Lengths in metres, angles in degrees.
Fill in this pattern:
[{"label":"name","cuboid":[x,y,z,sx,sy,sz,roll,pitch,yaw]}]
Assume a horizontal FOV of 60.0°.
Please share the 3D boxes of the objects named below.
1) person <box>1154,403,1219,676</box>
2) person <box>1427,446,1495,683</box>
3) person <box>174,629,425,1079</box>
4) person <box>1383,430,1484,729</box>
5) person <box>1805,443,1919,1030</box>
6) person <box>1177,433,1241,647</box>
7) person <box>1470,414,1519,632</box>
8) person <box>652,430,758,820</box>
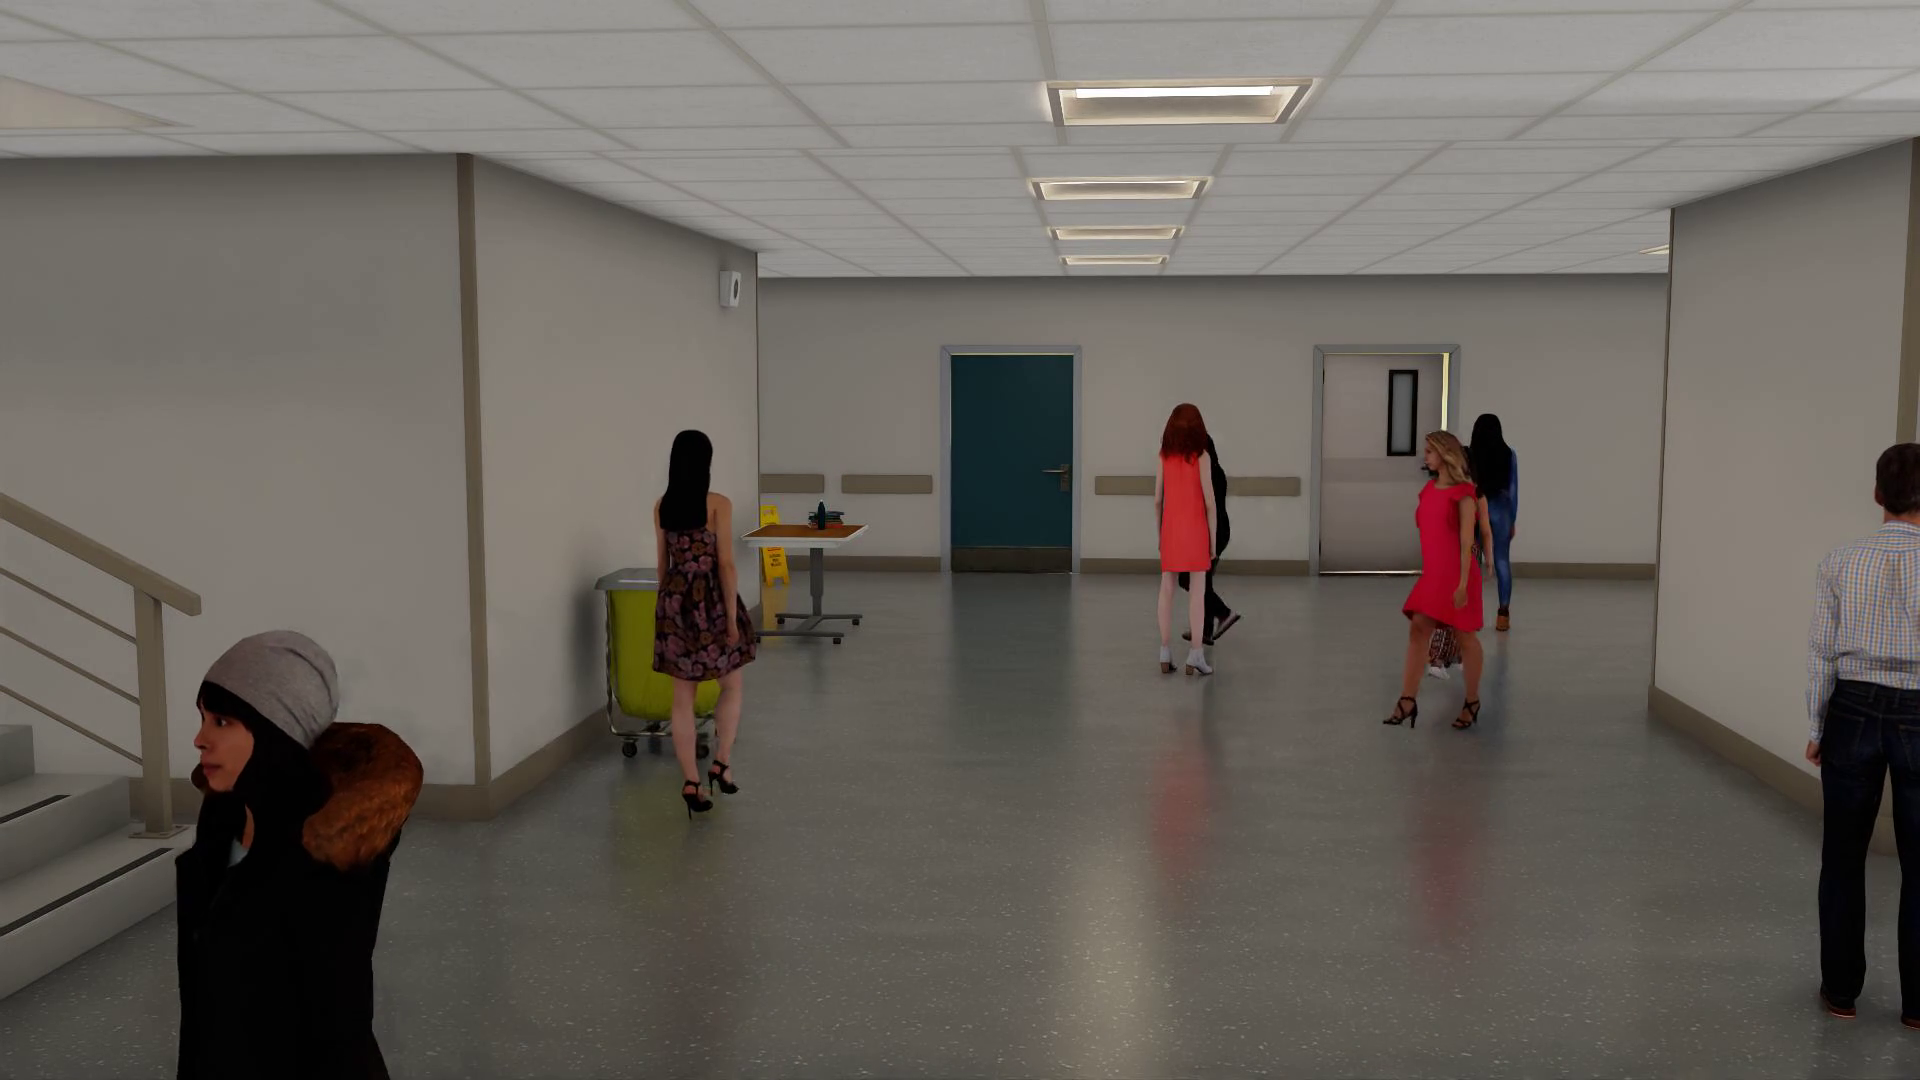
[{"label":"person","cuboid":[1.513,-0.009,11.218,0.613,1.828,0.725,4,7,36]},{"label":"person","cuboid":[3.214,0.183,10.833,1.114,1.522,1.014,4,7,36]},{"label":"person","cuboid":[-1.009,0.961,2.706,1.068,1.601,1.025,4,7,38]},{"label":"person","cuboid":[2.847,0.239,9.417,1.015,1.695,0.882,-3,6,-28]},{"label":"person","cuboid":[2.936,0.596,5.248,0.683,1.819,0.795,4,7,36]},{"label":"person","cuboid":[1.865,0.006,12.223,0.899,1.596,0.830,4,7,33]},{"label":"person","cuboid":[4.169,-0.144,13.133,0.487,1.712,0.684,1,6,12]},{"label":"person","cuboid":[-1.234,0.393,7.556,0.733,1.760,0.766,2,6,17]}]
